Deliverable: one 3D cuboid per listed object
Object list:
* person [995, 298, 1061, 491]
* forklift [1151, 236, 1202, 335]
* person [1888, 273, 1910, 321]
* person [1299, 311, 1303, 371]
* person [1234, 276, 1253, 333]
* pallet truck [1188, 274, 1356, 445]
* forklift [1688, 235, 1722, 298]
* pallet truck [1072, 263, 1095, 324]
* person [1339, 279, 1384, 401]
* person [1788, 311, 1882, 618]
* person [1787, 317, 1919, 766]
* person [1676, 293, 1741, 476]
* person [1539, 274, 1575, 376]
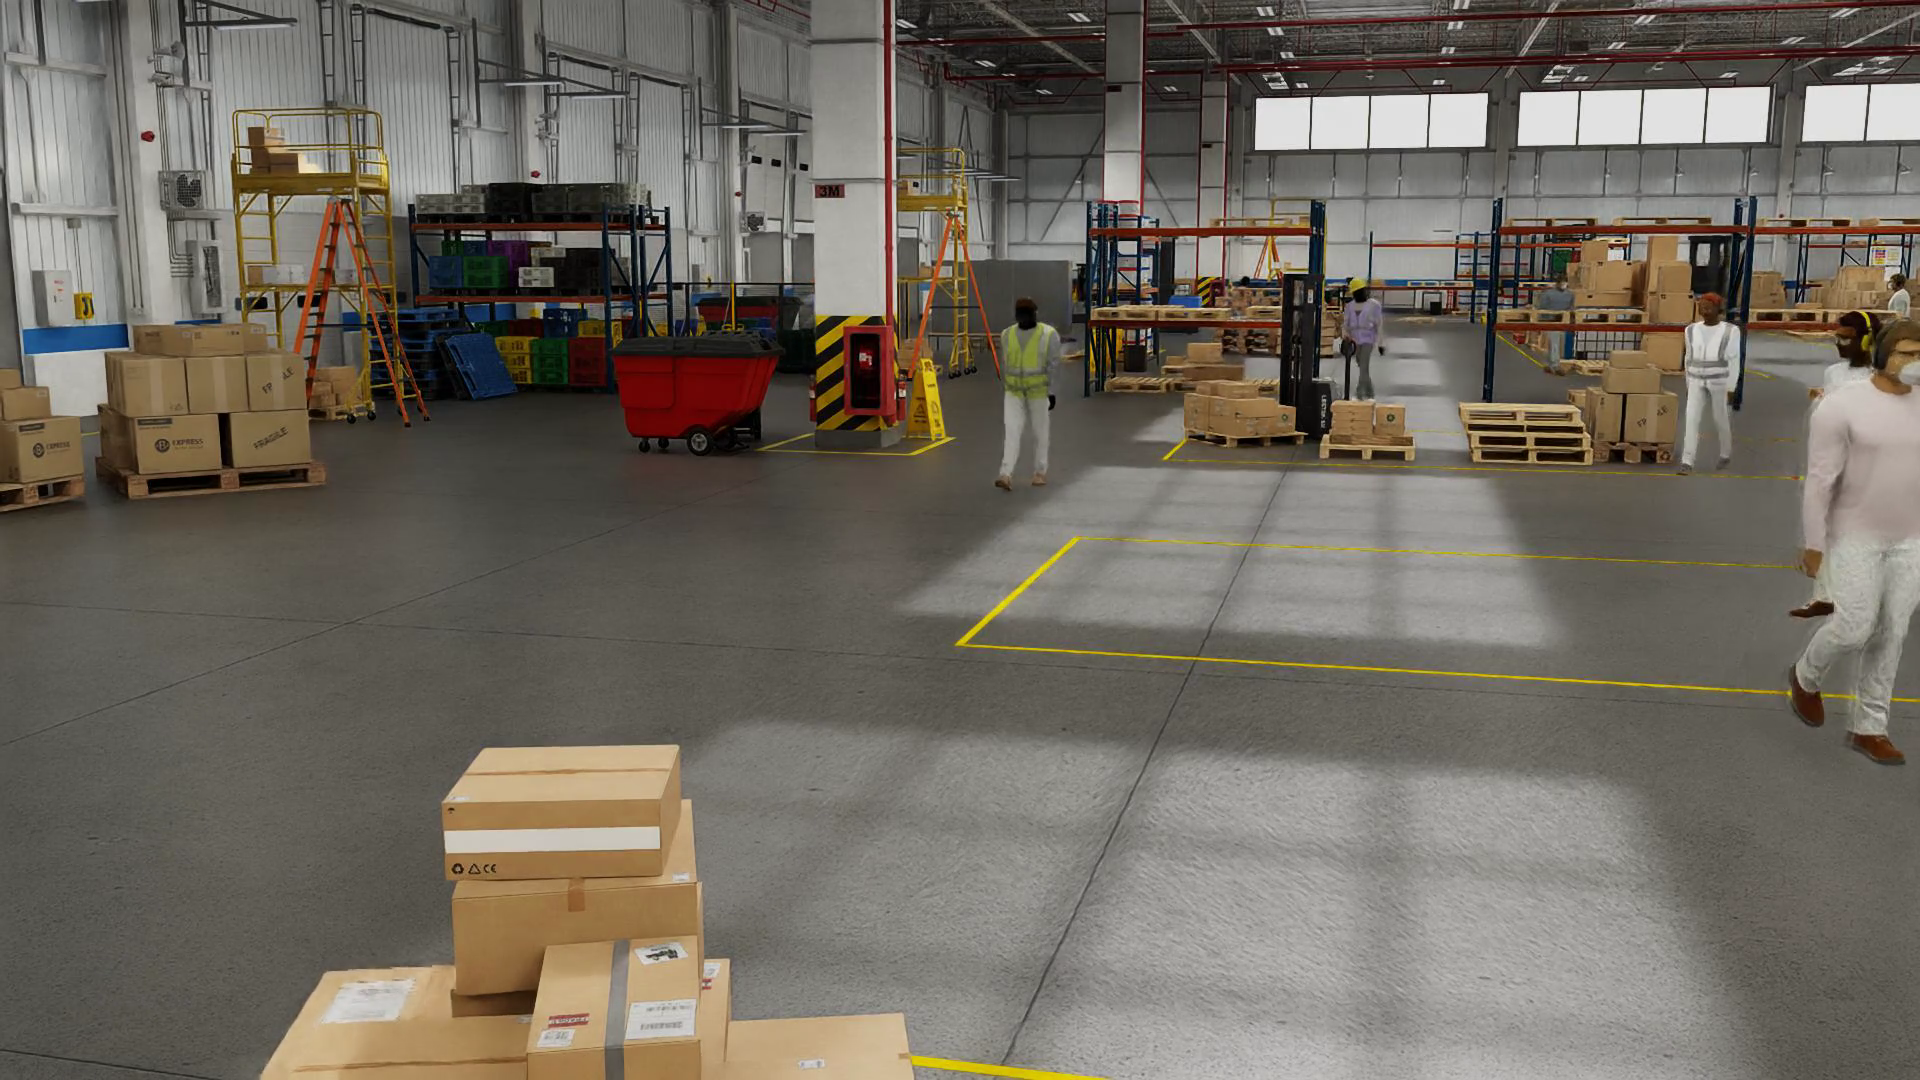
[{"bbox_3d":[0.623,-1.361,15.589,0.640,1.791,0.944,3,10,20],"label":"person"},{"bbox_3d":[5.866,-7.214,46.878,1.873,2.768,1.129,2,10,14],"label":"forklift"},{"bbox_3d":[15.261,-3.375,27.100,0.384,1.932,0.622,5,11,29],"label":"person"},{"bbox_3d":[6.699,-4.087,31.846,0.332,1.737,0.487,9,13,43],"label":"person"},{"bbox_3d":[7.780,-6.395,45.574,0.540,1.677,0.521,7,12,36],"label":"person"},{"bbox_3d":[3.653,-2.138,19.590,1.885,1.965,0.823,-4,10,-20],"label":"pallet truck"},{"bbox_3d":[21.960,-7.617,49.252,1.873,2.768,1.129,-4,11,-24],"label":"forklift"},{"bbox_3d":[4.325,-8.180,55.162,0.823,1.965,1.885,6,11,31],"label":"pallet truck"},{"bbox_3d":[5.868,-2.887,24.407,0.955,1.856,0.621,-9,13,-43],"label":"person"},{"bbox_3d":[5.264,-0.413,9.828,0.333,1.866,0.515,-4,11,-23],"label":"person"},{"bbox_3d":[3.959,-0.005,7.245,0.646,1.923,0.541,-1,10,-7],"label":"person"},{"bbox_3d":[7.578,-1.574,16.772,0.588,1.839,1.027,9,13,42],"label":"person"},{"bbox_3d":[11.075,-3.997,30.888,0.636,1.893,1.011,-1,10,-6],"label":"person"}]
